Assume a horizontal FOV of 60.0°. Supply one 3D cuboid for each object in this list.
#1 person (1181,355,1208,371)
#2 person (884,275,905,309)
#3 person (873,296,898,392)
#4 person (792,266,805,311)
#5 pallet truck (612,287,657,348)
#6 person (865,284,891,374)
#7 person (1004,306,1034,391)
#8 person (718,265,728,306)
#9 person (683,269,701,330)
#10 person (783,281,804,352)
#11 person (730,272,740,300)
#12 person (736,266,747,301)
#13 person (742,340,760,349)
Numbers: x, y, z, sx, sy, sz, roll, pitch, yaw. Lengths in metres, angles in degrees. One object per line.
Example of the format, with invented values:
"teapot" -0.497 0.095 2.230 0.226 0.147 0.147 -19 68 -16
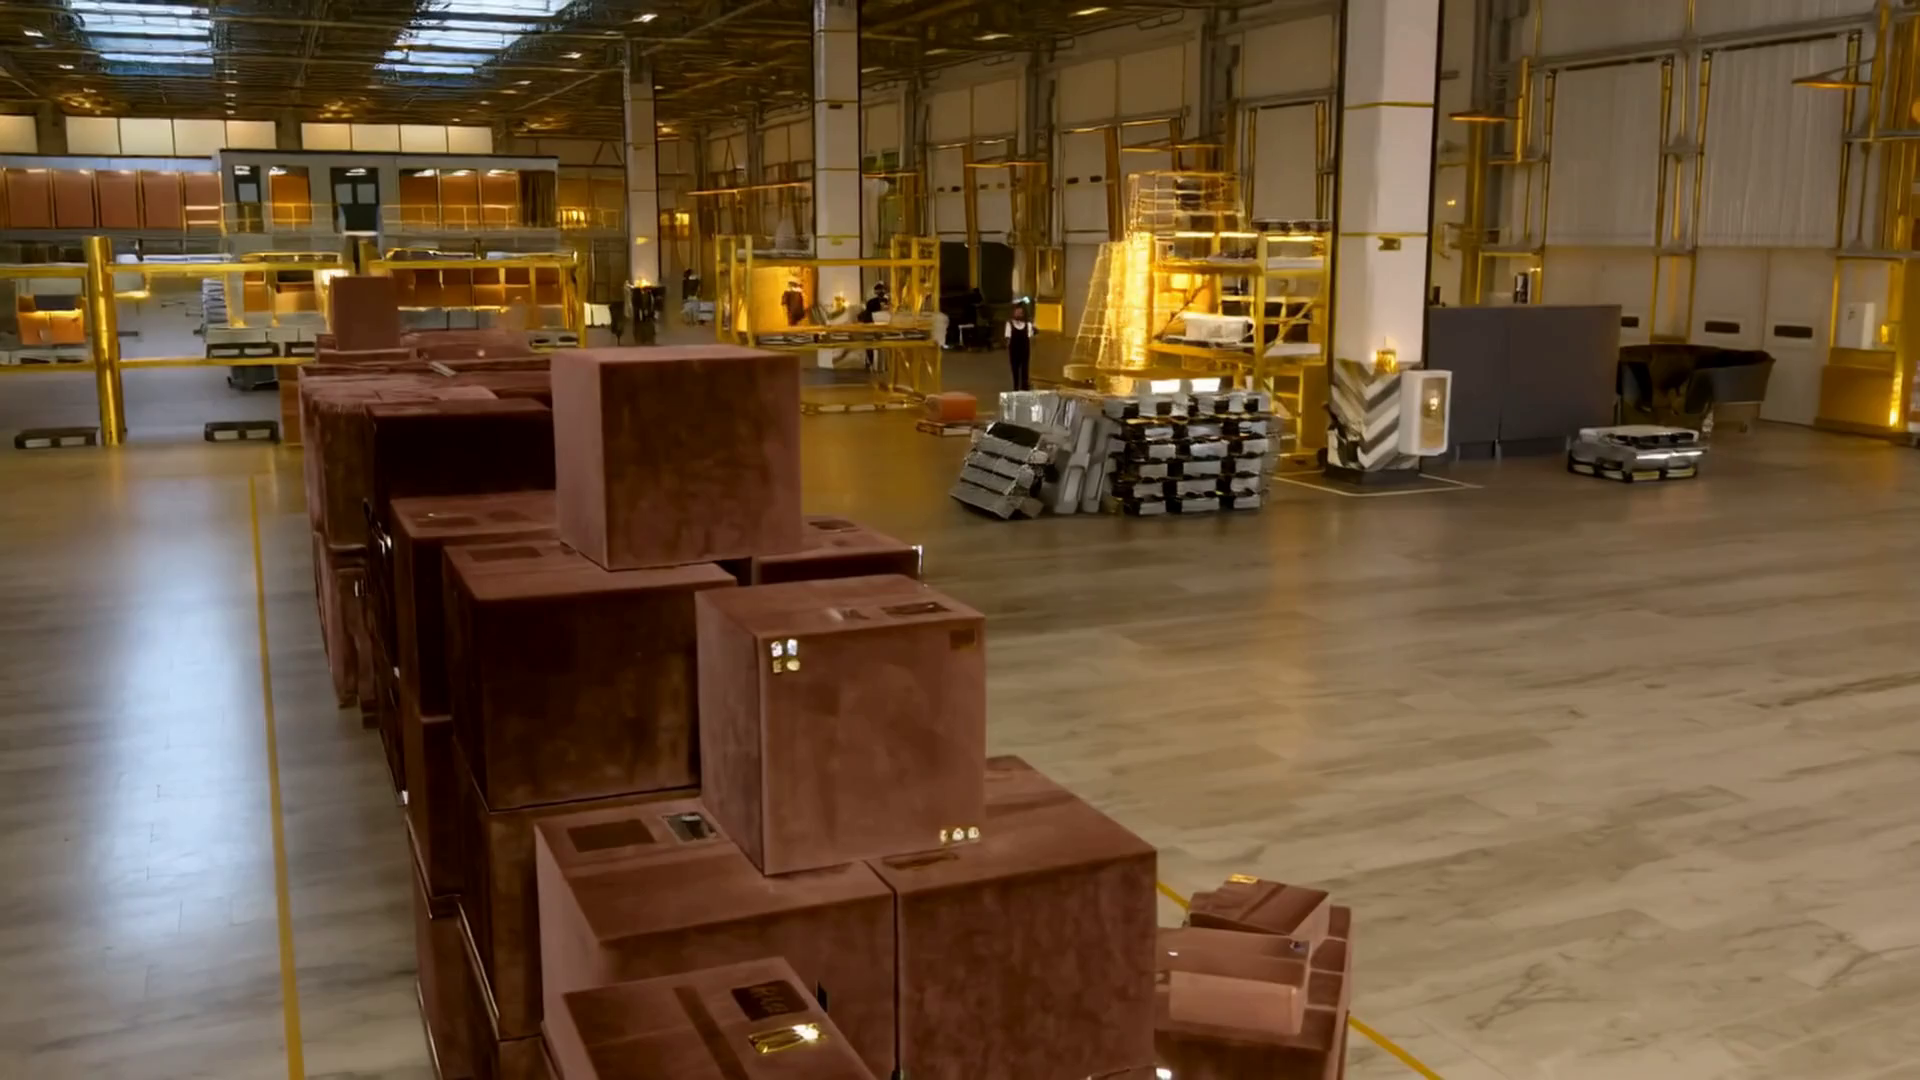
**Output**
"person" 3.688 -2.593 26.115 0.484 1.744 0.295 -4 11 -23
"person" -2.196 -7.852 54.954 0.648 1.800 0.926 4 11 20
"person" -1.461 -3.834 32.602 0.508 1.872 0.329 -4 11 -23
"person" -6.645 -10.385 68.542 0.542 1.931 0.366 -4 11 -23
"pallet truck" -6.464 -4.406 35.401 0.823 1.965 1.885 6 12 32
"person" -1.806 -4.706 37.083 0.608 1.989 0.387 -4 11 -23
"person" 1.067 -3.313 29.961 0.541 1.791 0.982 0 10 2
"person" -10.542 -11.273 73.697 0.624 1.840 0.429 -4 11 -23
"person" -8.836 -7.942 54.898 0.608 1.995 0.377 -4 11 -23
"person" -4.422 -5.918 44.123 0.570 1.869 1.030 0 10 2
"person" -9.244 -10.242 68.398 0.532 1.696 0.319 -4 11 -23
"person" -9.813 -11.424 74.300 0.650 1.911 0.912 -4 11 -22
"person" -2.190 -1.126 17.493 0.629 1.940 0.373 -4 11 -23
